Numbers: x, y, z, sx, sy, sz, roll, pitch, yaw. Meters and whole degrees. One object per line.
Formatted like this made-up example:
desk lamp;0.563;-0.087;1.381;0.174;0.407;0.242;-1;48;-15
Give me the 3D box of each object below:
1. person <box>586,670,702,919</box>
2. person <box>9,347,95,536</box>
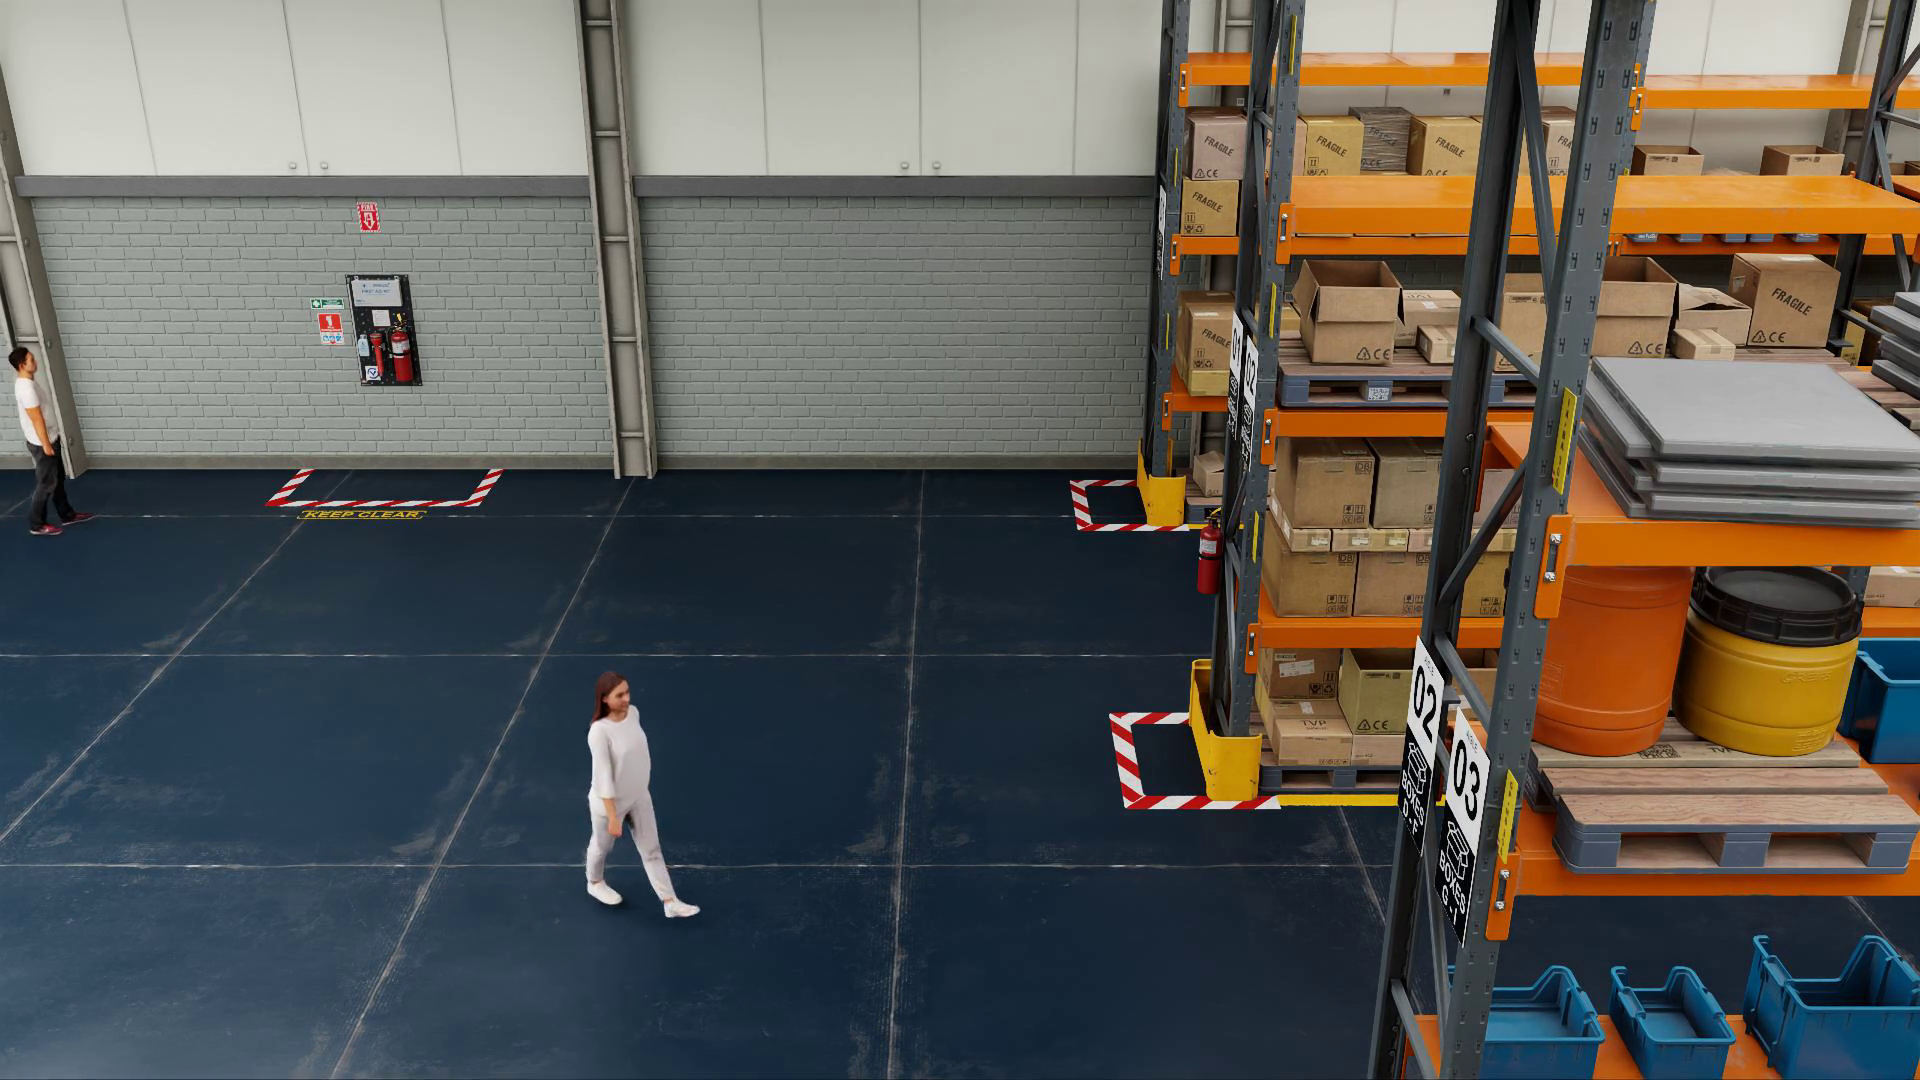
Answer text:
person;-2.115;1.544;10.017;1.157;1.641;0.942;12;26;26
person;-8.685;-0.930;15.630;0.938;1.802;0.859;-13;26;-28
